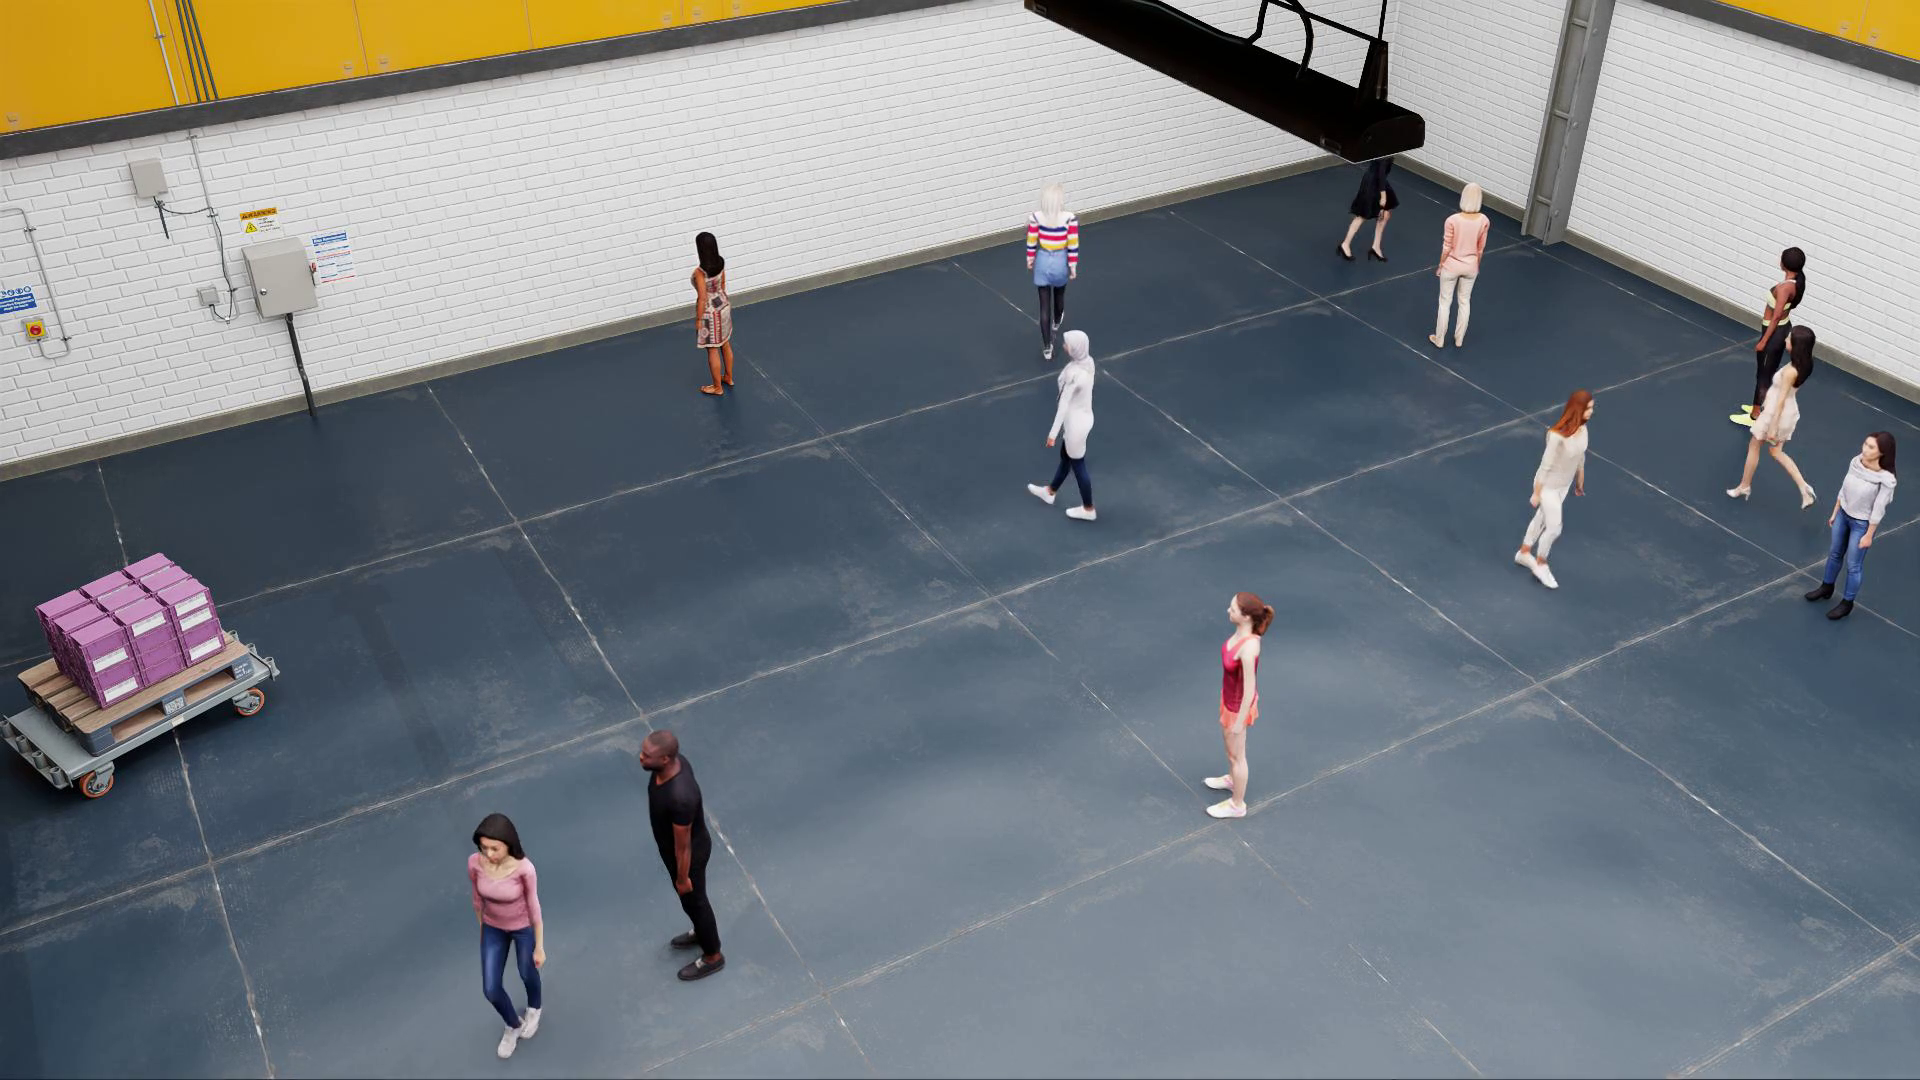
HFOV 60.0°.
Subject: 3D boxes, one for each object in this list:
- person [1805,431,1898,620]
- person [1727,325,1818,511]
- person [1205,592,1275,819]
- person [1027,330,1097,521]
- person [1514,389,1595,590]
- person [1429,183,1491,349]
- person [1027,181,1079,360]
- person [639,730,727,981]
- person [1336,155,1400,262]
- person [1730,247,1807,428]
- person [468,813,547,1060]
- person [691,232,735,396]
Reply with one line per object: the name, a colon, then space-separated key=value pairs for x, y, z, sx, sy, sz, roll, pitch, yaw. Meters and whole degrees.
person: x=6.928 y=-0.138 z=12.834 sx=0.713 sy=1.629 sz=0.554 roll=-7 pitch=34 yaw=-11
person: x=6.988 y=-0.972 z=14.011 sx=0.712 sy=1.714 sz=1.011 roll=-26 pitch=42 yaw=-34
person: x=1.822 y=1.067 z=10.910 sx=0.710 sy=1.752 sz=0.625 roll=3 pitch=34 yaw=4
person: x=1.042 y=-0.926 z=13.900 sx=1.032 sy=1.761 sz=0.936 roll=14 pitch=36 yaw=20
person: x=4.667 y=-0.475 z=13.283 sx=0.679 sy=1.692 sz=0.755 roll=-24 pitch=40 yaw=-31
person: x=5.008 y=-2.752 z=16.680 sx=0.681 sy=1.725 sz=0.674 roll=-2 pitch=34 yaw=-3
person: x=0.897 y=-2.649 z=16.493 sx=1.069 sy=1.760 sz=1.201 roll=4 pitch=34 yaw=6
person: x=-1.612 y=1.813 z=9.731 sx=0.762 sy=1.813 sz=0.558 roll=-11 pitch=35 yaw=-17
person: x=4.500 y=-3.863 z=18.361 sx=0.935 sy=1.714 sz=0.852 roll=7 pitch=34 yaw=11
person: x=7.521 y=-1.869 z=15.323 sx=0.610 sy=1.755 sz=0.583 roll=-28 pitch=43 yaw=-35
person: x=-2.473 y=2.126 z=9.337 sx=0.745 sy=1.729 sz=0.802 roll=4 pitch=34 yaw=6
person: x=-2.359 y=-2.177 z=15.887 sx=0.729 sy=1.645 sz=0.725 roll=16 pitch=37 yaw=22
